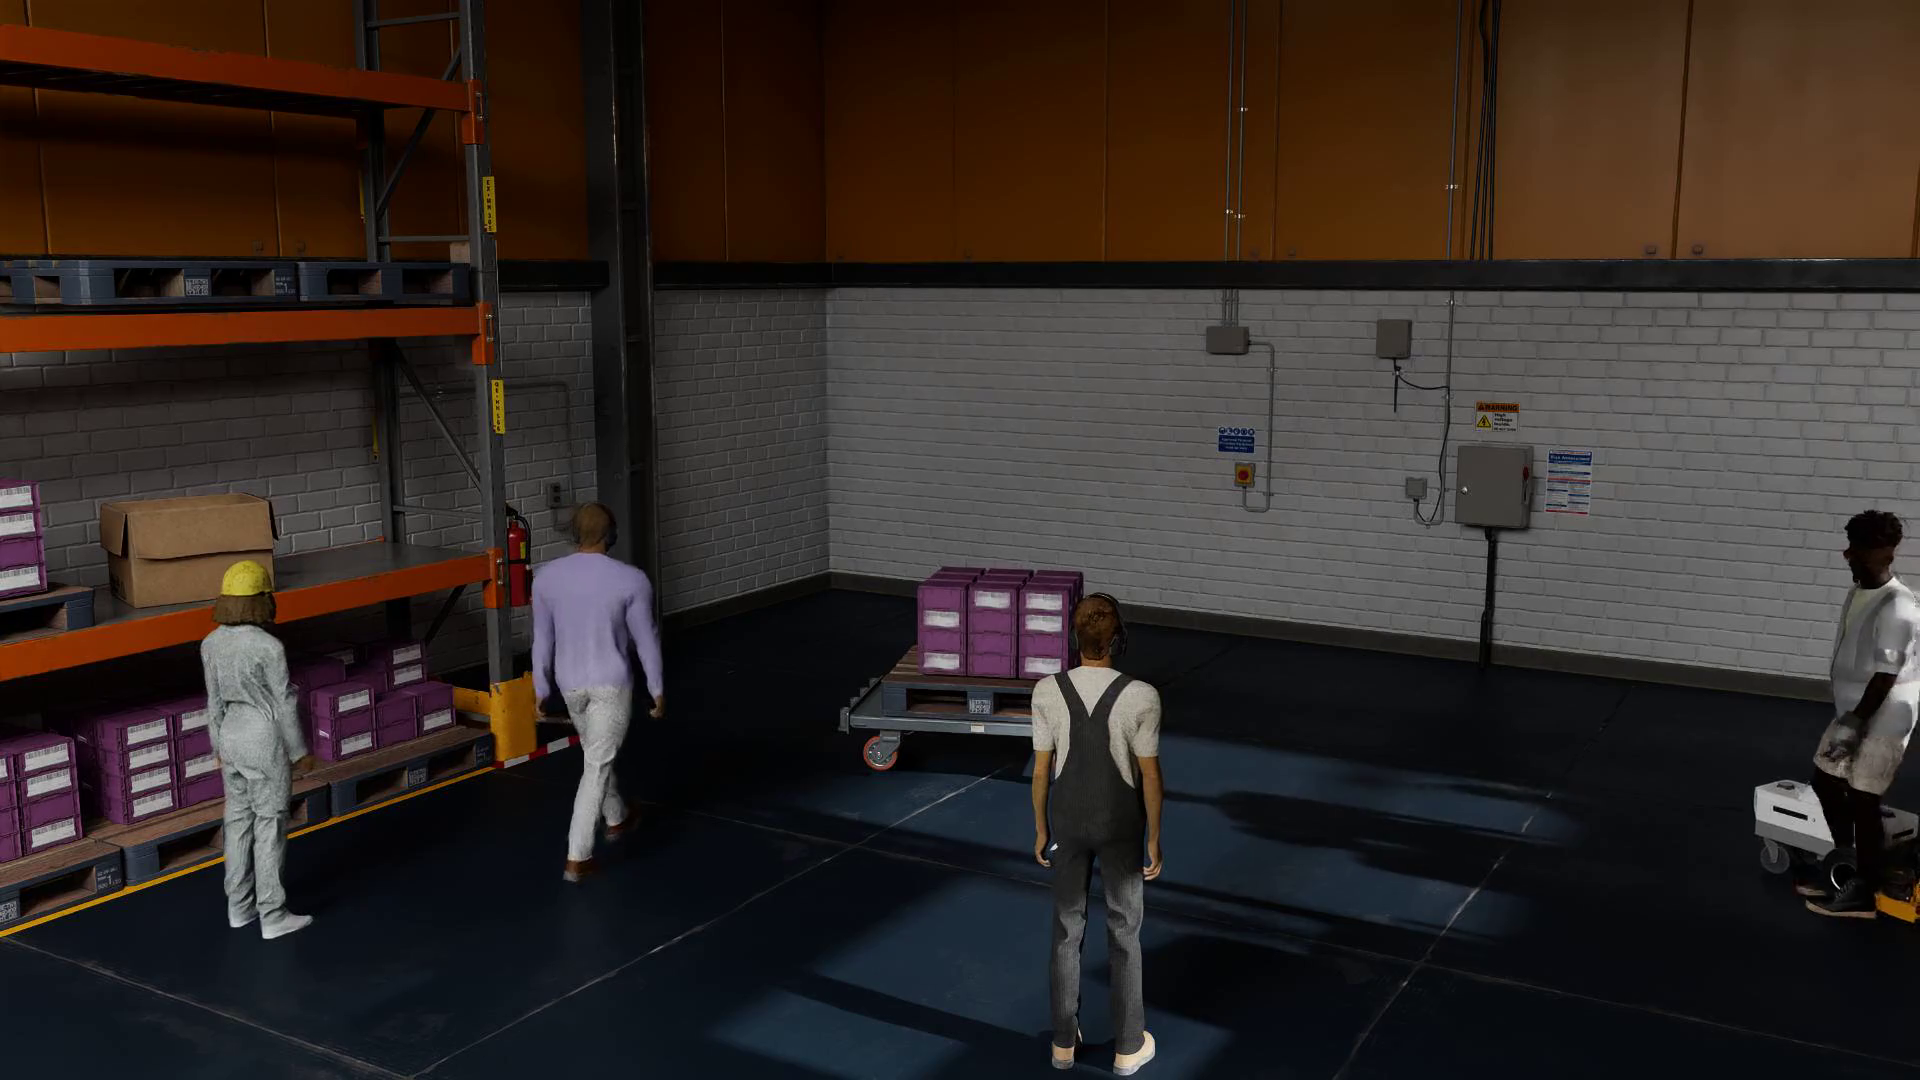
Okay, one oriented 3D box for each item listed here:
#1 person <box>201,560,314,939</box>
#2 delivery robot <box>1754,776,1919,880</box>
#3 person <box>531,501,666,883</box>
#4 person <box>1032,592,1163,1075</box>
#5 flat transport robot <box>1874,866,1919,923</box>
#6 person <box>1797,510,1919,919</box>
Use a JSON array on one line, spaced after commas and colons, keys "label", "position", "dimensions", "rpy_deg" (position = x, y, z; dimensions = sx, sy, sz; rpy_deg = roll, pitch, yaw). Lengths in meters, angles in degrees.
[{"label": "person", "position": [-3.214, 0.954, 7.618], "dimensions": [0.495, 1.743, 0.316], "rpy_deg": [5, 10, 26]}, {"label": "delivery robot", "position": [4.338, 1.391, 8.268], "dimensions": [0.477, 0.478, 0.707], "rpy_deg": [-5, 10, -31]}, {"label": "person", "position": [-1.851, 0.740, 8.503], "dimensions": [0.654, 1.888, 1.043], "rpy_deg": [2, 9, 13]}, {"label": "person", "position": [0.521, 1.110, 6.304], "dimensions": [0.504, 1.847, 0.345], "rpy_deg": [3, 9, 16]}, {"label": "flat transport robot", "position": [4.932, 1.721, 7.384], "dimensions": [0.652, 0.197, 1.431], "rpy_deg": [-5, 10, -28]}, {"label": "person", "position": [4.194, 0.820, 7.785], "dimensions": [0.483, 1.944, 0.657], "rpy_deg": [1, 9, 9]}]
